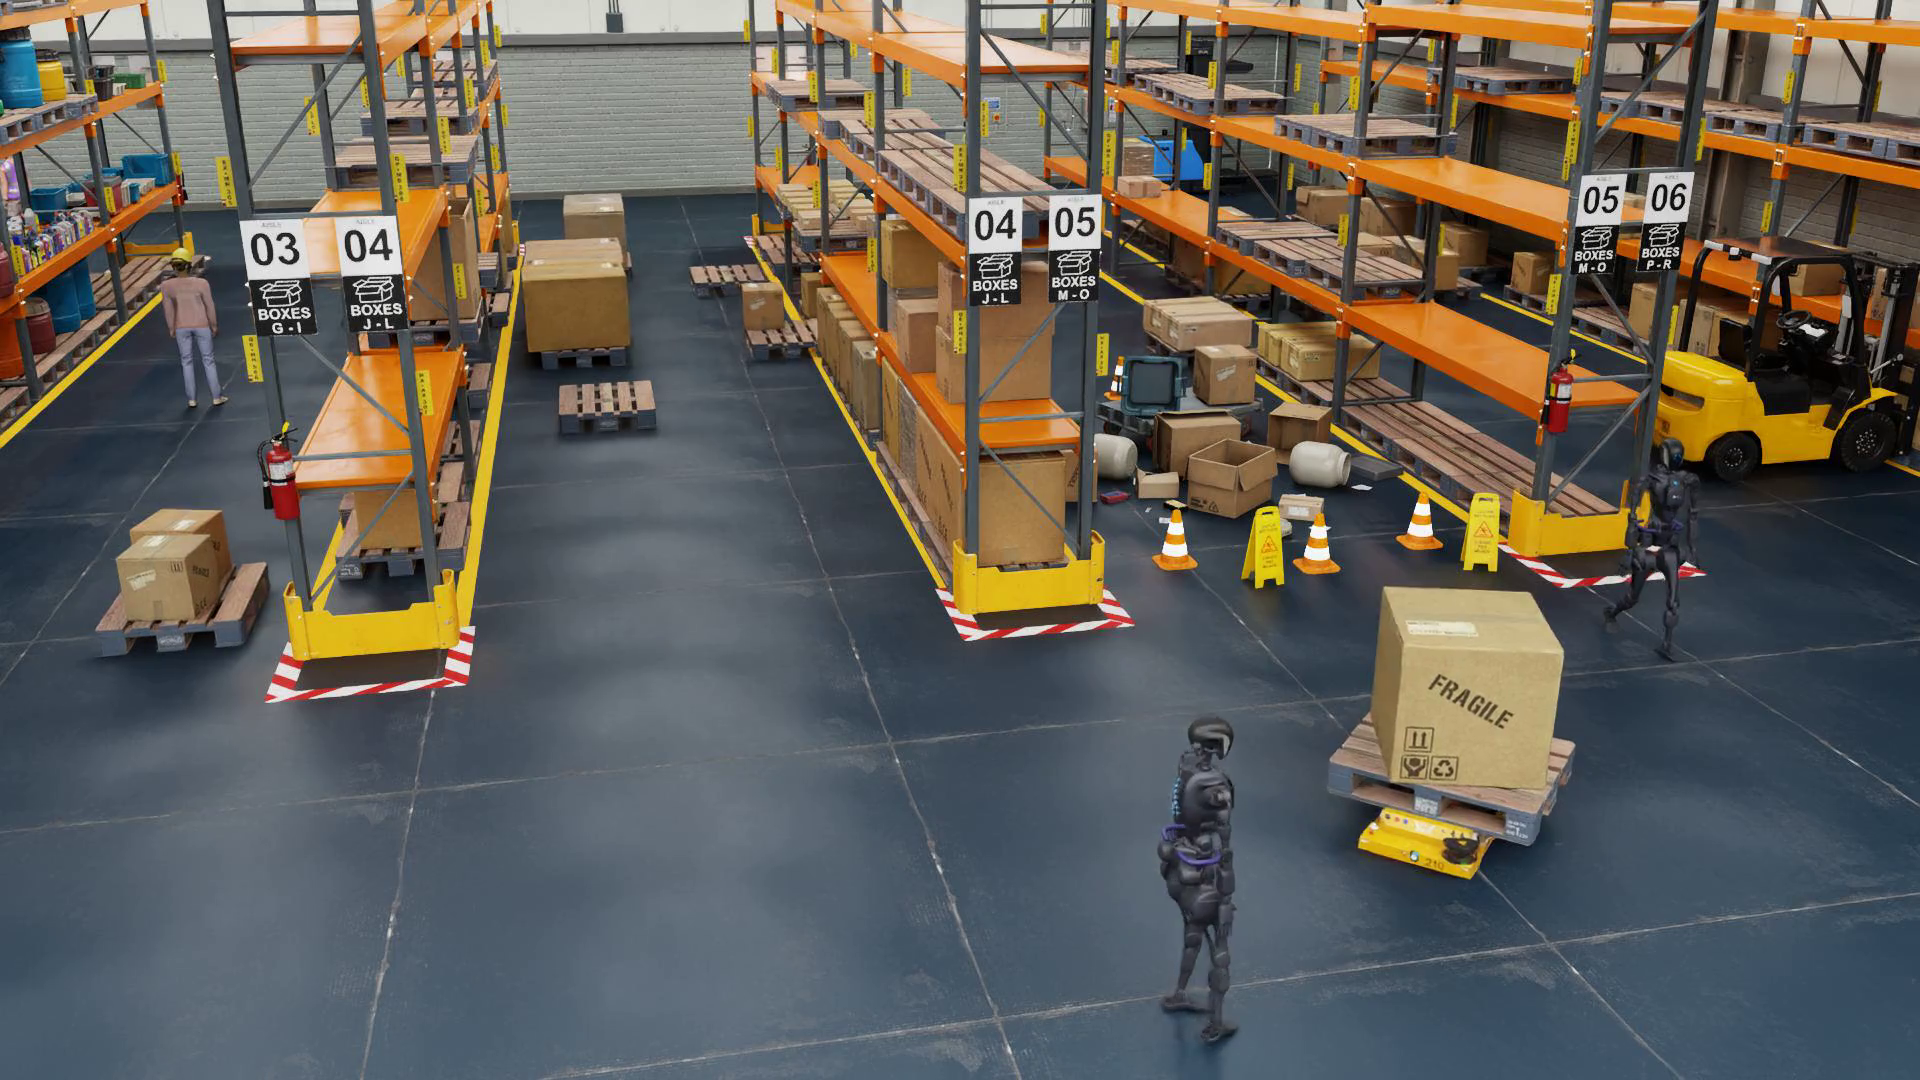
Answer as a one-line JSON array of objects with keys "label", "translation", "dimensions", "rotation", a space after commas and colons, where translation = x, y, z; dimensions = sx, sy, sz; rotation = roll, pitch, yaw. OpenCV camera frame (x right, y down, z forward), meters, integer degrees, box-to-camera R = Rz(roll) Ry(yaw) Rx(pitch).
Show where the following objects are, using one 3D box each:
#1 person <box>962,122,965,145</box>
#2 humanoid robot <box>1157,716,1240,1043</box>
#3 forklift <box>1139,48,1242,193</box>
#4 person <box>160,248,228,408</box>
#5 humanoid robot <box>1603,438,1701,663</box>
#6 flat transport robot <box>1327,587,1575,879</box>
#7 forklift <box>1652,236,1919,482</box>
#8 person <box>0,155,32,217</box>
[{"label": "person", "translation": [0.167, -6.997, 30.985], "dimensions": [0.316, 1.698, 0.540], "rotation": [0, 20, -1]}, {"label": "humanoid robot", "translation": [1.133, 1.573, 7.946], "dimensions": [0.325, 1.641, 0.589], "rotation": [-7, 21, -18]}, {"label": "forklift", "translation": [4.566, -8.313, 32.860], "dimensions": [1.873, 2.768, 1.129], "rotation": [-4, 21, -12]}, {"label": "person", "translation": [-8.463, -2.334, 18.351], "dimensions": [0.523, 1.759, 0.325], "rotation": [-4, 21, -12]}, {"label": "humanoid robot", "translation": [5.103, 0.023, 12.179], "dimensions": [0.615, 1.634, 0.741], "rotation": [-4, 21, -10]}, {"label": "flat transport robot", "translation": [2.932, 1.557, 10.010], "dimensions": [0.659, 0.231, 1.431], "rotation": [12, 24, 29]}, {"label": "forklift", "translation": [8.013, -1.814, 16.330], "dimensions": [2.313, 2.155, 1.214], "rotation": [-4, 21, -12]}, {"label": "person", "translation": [-15.366, -5.564, 27.149], "dimensions": [0.347, 1.688, 0.491], "rotation": [12, 23, 29]}]
